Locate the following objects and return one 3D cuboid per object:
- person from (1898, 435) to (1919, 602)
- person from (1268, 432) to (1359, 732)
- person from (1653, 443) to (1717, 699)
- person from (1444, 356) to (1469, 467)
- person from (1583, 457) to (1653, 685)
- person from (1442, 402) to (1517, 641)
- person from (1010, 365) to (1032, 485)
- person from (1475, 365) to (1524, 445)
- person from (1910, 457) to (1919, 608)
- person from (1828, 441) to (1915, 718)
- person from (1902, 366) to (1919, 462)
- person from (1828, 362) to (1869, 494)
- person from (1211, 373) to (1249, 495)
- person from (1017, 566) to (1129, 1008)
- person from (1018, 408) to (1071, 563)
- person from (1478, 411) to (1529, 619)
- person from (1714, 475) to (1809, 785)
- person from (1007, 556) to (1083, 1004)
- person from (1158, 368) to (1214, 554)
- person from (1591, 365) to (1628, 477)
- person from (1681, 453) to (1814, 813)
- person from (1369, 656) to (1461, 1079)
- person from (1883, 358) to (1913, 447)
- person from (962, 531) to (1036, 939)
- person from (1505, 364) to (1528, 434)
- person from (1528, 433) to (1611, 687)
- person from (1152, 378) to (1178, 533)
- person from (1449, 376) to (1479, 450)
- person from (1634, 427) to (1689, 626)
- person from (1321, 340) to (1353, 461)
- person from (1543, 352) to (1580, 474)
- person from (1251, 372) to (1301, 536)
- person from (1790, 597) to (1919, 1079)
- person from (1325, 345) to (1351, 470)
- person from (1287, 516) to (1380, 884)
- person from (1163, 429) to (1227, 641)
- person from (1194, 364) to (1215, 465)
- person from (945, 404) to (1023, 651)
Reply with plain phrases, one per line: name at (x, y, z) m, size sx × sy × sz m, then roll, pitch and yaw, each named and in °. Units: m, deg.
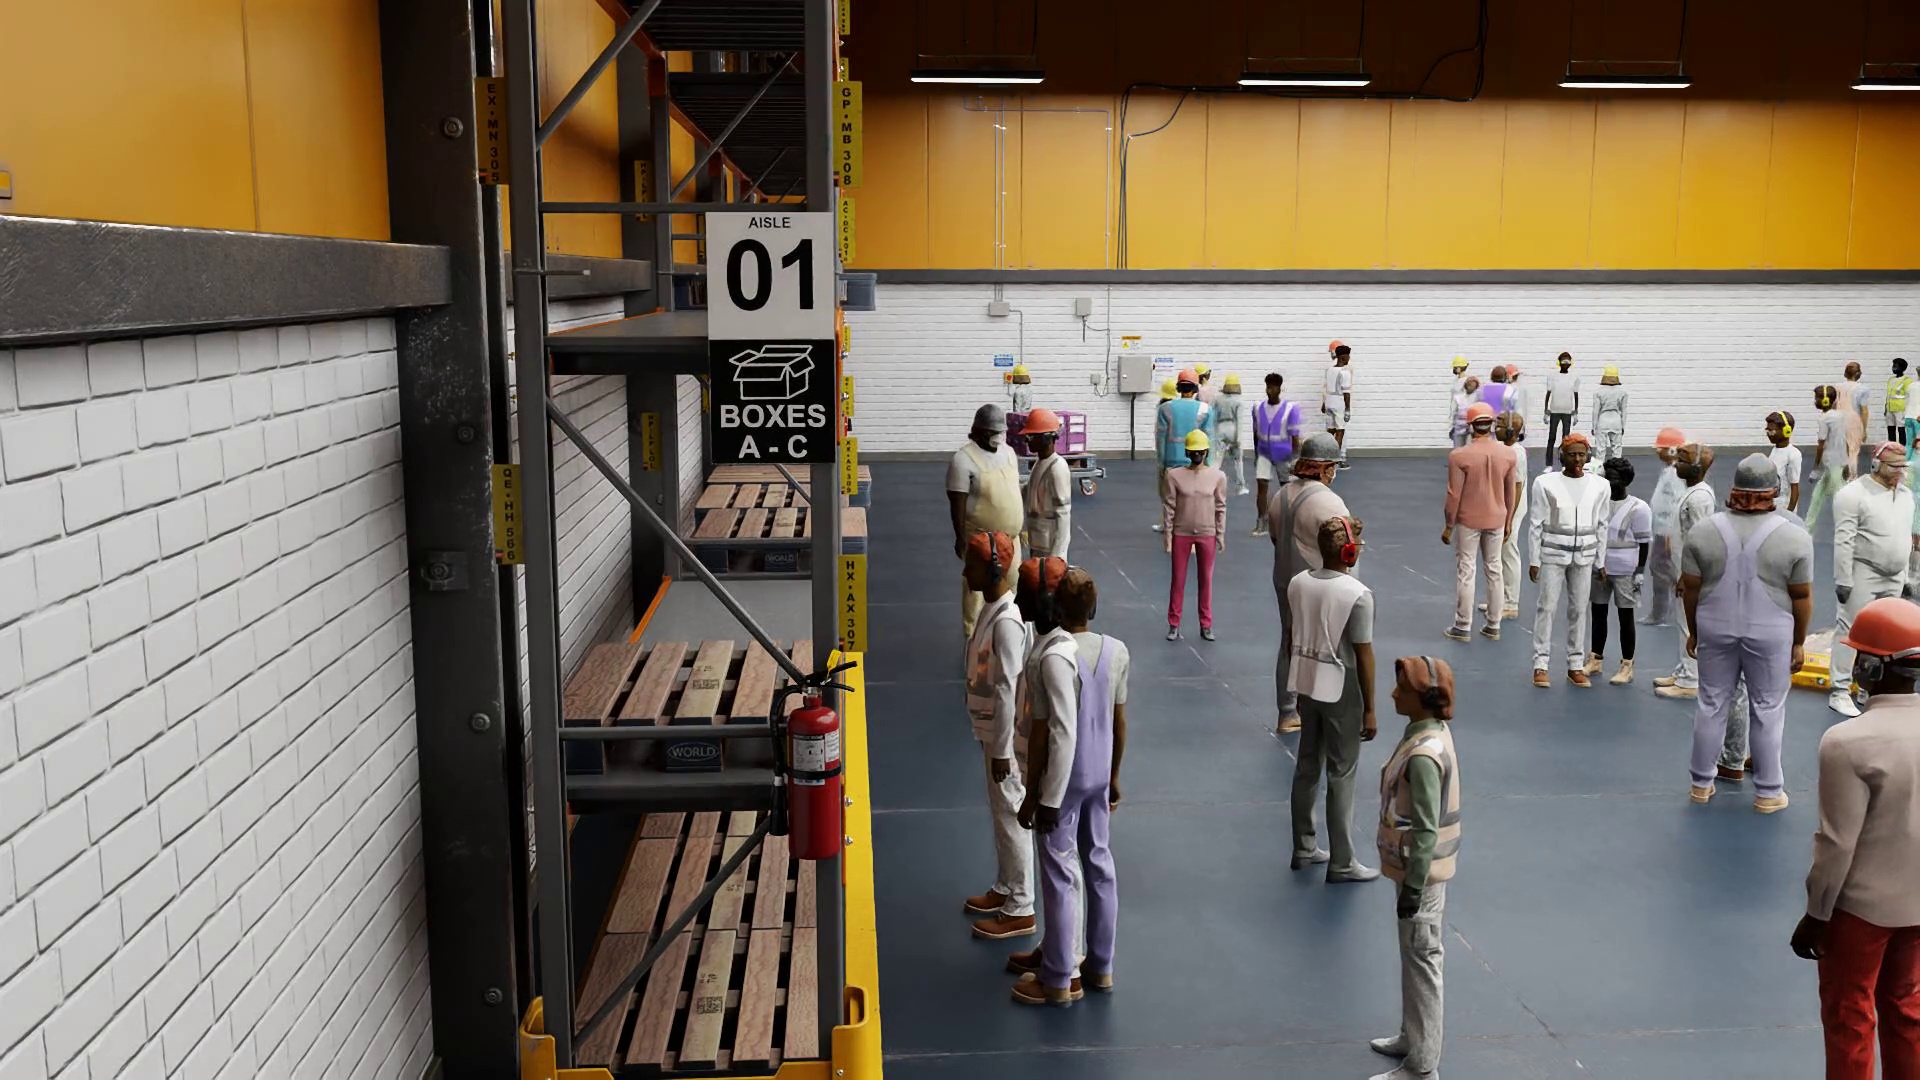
person at (8.597, -0.138, 14.865) m, size 0.319 × 1.631 × 0.518 m, roll -5°, pitch 10°, yaw -28°
person at (2.328, 0.300, 10.835) m, size 0.535 × 2.000 × 0.680 m, roll -4°, pitch 10°, yaw -23°
person at (5.222, 0.220, 11.946) m, size 0.345 × 1.847 × 0.508 m, roll 4°, pitch 10°, yaw 22°
person at (7.825, -1.994, 26.094) m, size 0.328 × 1.767 × 0.530 m, roll -1°, pitch 9°, yaw -9°
person at (4.862, 0.226, 12.375) m, size 0.316 × 1.695 × 0.541 m, roll -6°, pitch 11°, yaw -34°
person at (4.299, -0.146, 13.811) m, size 0.610 × 1.985 × 0.392 m, roll -2°, pitch 9°, yaw -10°
person at (0.890, -1.671, 24.176) m, size 0.343 × 1.735 × 0.482 m, roll 4°, pitch 10°, yaw 24°
person at (7.361, -1.489, 22.802) m, size 0.839 × 1.813 × 0.629 m, roll -9°, pitch 13°, yaw -44°
person at (8.088, -0.064, 13.601) m, size 0.640 × 1.901 × 0.985 m, roll 3°, pitch 9°, yaw 17°
person at (6.317, 0.268, 11.474) m, size 0.636 × 1.903 × 0.406 m, roll -3°, pitch 10°, yaw -19°
person at (14.264, -1.776, 24.796) m, size 0.502 × 1.742 × 0.654 m, roll -1°, pitch 9°, yaw -6°
person at (12.249, -1.533, 22.951) m, size 0.339 × 1.845 × 0.507 m, roll -8°, pitch 12°, yaw -40°
person at (3.665, -1.429, 22.768) m, size 0.495 × 1.703 × 0.900 m, roll 7°, pitch 11°, yaw 38°
person at (0.466, 1.018, 6.934) m, size 0.513 × 1.845 × 0.336 m, roll -6°, pitch 11°, yaw -34°
person at (0.629, 0.024, 12.561) m, size 0.391 × 2.040 × 0.615 m, roll -2°, pitch 9°, yaw -13°
person at (4.825, -0.219, 14.704) m, size 0.345 × 1.847 × 0.504 m, roll 1°, pitch 9°, yaw 9°
person at (4.723, 0.495, 9.936) m, size 0.629 × 1.938 × 0.372 m, roll -3°, pitch 10°, yaw -20°
person at (0.378, 0.994, 6.965) m, size 0.362 × 1.883 × 0.576 m, roll 0°, pitch 9°, yaw 3°
person at (2.461, -0.858, 18.156) m, size 0.601 × 2.035 × 0.426 m, roll 2°, pitch 9°, yaw 14°
person at (9.320, -1.633, 23.905) m, size 0.485 × 1.744 × 0.294 m, roll 1°, pitch 9°, yaw 6°
person at (4.481, 0.517, 9.473) m, size 0.682 × 2.000 × 0.537 m, roll 7°, pitch 11°, yaw 36°
person at (1.707, 1.233, 6.219) m, size 0.306 × 1.642 × 0.523 m, roll 3°, pitch 9°, yaw 16°
person at (15.265, -2.120, 27.096) m, size 0.317 × 1.698 × 0.540 m, roll -2°, pitch 9°, yaw -9°
person at (0.185, 0.886, 7.686) m, size 0.355 × 1.876 × 0.573 m, roll -1°, pitch 9°, yaw -6°
person at (8.092, -1.721, 24.473) m, size 0.560 × 1.734 × 0.404 m, roll -8°, pitch 12°, yaw -41°
person at (4.478, 0.153, 12.255) m, size 0.575 × 1.883 × 0.355 m, roll 0°, pitch 9°, yaw 2°
person at (2.387, -0.947, 19.189) m, size 0.464 × 1.876 × 0.745 m, roll -4°, pitch 10°, yaw -22°
person at (7.307, -1.564, 23.892) m, size 0.514 × 1.611 × 0.617 m, roll 6°, pitch 11°, yaw 32°
person at (6.166, -0.107, 14.350) m, size 0.535 × 1.737 × 0.570 m, roll 3°, pitch 9°, yaw 16°
person at (6.120, -2.259, 27.084) m, size 0.628 × 1.983 × 0.414 m, roll -6°, pitch 11°, yaw -35°
person at (9.184, -1.938, 25.404) m, size 0.513 × 1.877 × 0.328 m, roll 3°, pitch 10°, yaw 19°
person at (3.752, -1.037, 19.645) m, size 0.612 × 1.922 × 1.014 m, roll 5°, pitch 11°, yaw 30°
person at (3.009, 1.175, 5.482) m, size 0.617 × 1.994 × 0.381 m, roll -4°, pitch 10°, yaw -23°
person at (5.924, -2.077, 26.037) m, size 0.370 × 1.958 × 0.598 m, roll -4°, pitch 10°, yaw -22°
person at (1.853, 0.794, 8.336) m, size 0.389 × 1.847 × 0.566 m, roll -6°, pitch 11°, yaw -31°
person at (1.947, -0.037, 13.810) m, size 0.522 × 1.769 × 0.311 m, roll 0°, pitch 9°, yaw 2°
person at (3.503, -1.659, 24.020) m, size 0.326 × 1.760 × 0.524 m, roll 4°, pitch 10°, yaw 26°
person at (0.241, -0.095, 13.314) m, size 0.698 × 2.000 × 0.536 m, roll -8°, pitch 12°, yaw -43°
